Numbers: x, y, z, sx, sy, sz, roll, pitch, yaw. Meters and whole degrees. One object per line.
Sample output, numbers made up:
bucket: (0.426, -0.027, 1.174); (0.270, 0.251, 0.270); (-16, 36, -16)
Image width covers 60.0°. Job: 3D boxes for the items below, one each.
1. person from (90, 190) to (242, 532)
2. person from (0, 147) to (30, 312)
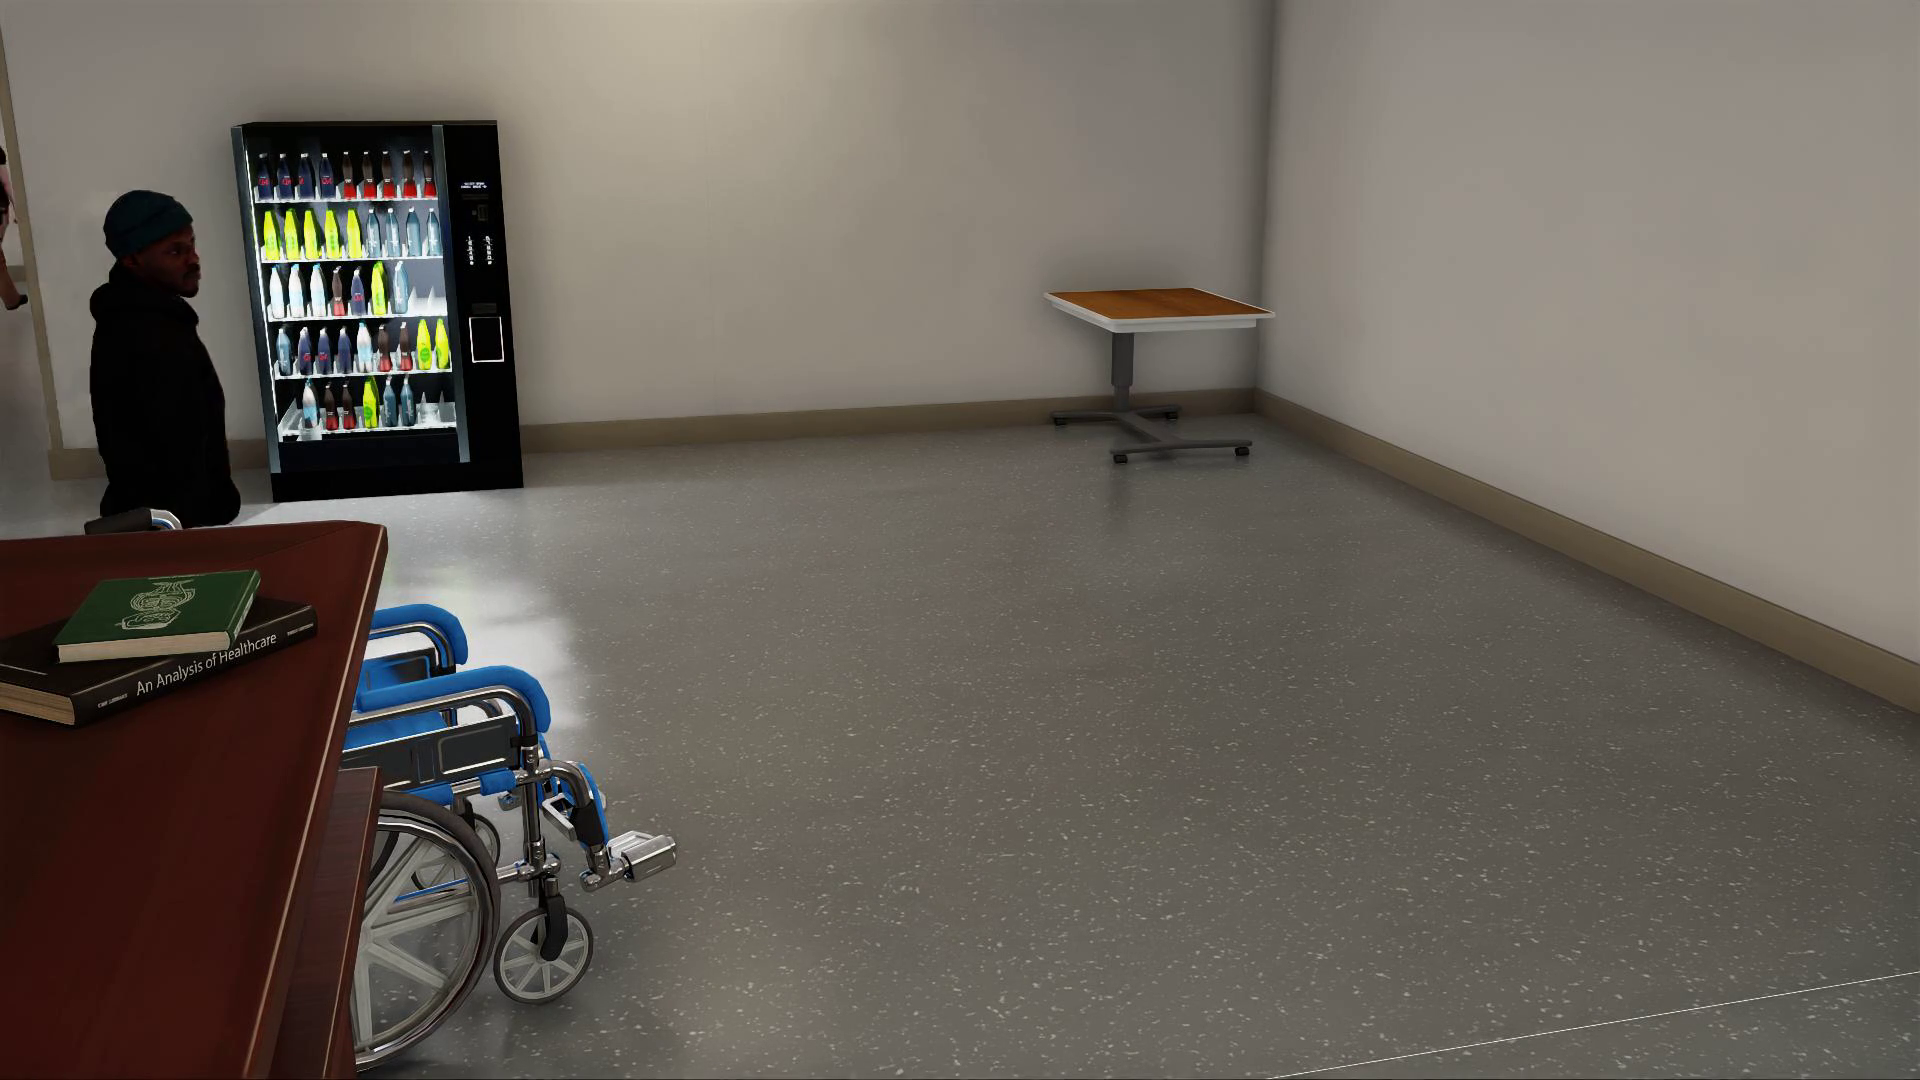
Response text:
person: (-2.111, 0.032, 4.277); (1.261, 1.777, 0.954); (-11, 19, -35)
person: (-8.356, -2.753, 14.133); (1.242, 1.789, 1.026); (1, 16, 4)
